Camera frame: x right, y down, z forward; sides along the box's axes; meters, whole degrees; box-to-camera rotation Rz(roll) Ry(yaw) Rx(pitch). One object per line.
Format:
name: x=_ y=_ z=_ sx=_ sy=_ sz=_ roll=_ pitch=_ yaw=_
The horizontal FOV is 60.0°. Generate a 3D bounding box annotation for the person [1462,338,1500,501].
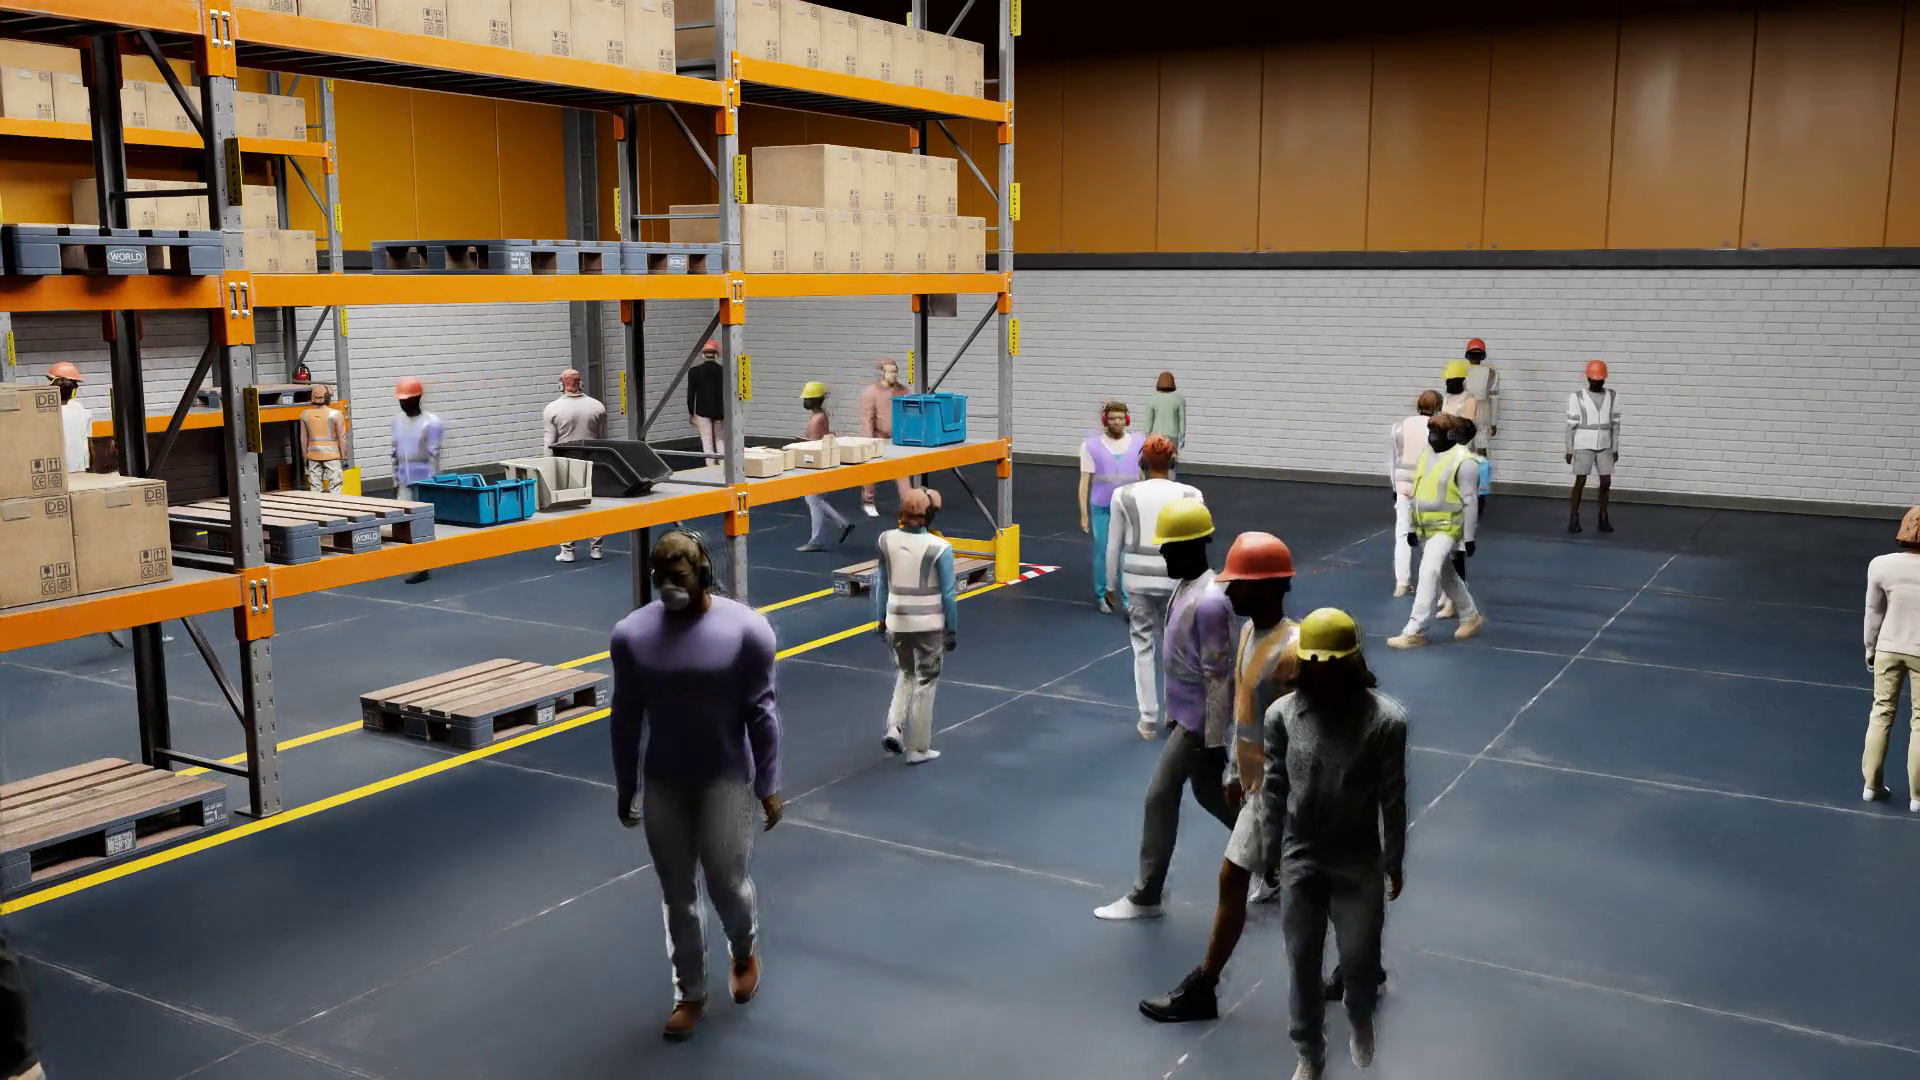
person: x=6.396 y=-1.498 z=20.762 sx=0.612 sy=2.041 sz=0.394 roll=1 pitch=9 yaw=5

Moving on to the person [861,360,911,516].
person: x=-0.826 y=-1.154 z=19.224 sx=0.670 sy=1.852 sz=1.017 roll=-5 pitch=11 yaw=-30

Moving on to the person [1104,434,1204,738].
person: x=1.184 y=0.277 z=10.217 sx=0.589 sy=1.868 sz=0.451 roll=0 pitch=9 yaw=-1

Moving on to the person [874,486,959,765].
person: x=-0.237 y=0.496 z=9.620 sx=0.533 sy=1.622 sz=0.378 roll=5 pitch=11 yaw=31

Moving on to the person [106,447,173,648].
person: x=-6.229 y=0.031 z=12.500 sx=0.527 sy=1.624 sz=0.531 roll=6 pitch=11 yaw=33

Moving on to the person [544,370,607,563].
person: x=-3.793 y=-0.725 z=16.390 sx=0.639 sy=1.902 sz=0.407 roll=-5 pitch=11 yaw=-31

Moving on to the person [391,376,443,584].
person: x=-4.976 y=-0.564 z=15.352 sx=0.546 sy=1.915 sz=0.587 roll=3 pitch=10 yaw=18

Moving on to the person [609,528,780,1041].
person: x=-0.985 y=0.898 z=6.179 sx=0.649 sy=1.921 sz=0.478 roll=1 pitch=9 yaw=8

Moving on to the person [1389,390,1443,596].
person: x=4.147 y=-0.426 z=14.817 sx=0.649 sy=1.808 sz=0.859 roll=6 pitch=11 yaw=34

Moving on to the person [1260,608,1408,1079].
person: x=1.268 y=1.071 z=5.691 sx=0.502 sy=1.727 sz=0.411 roll=4 pitch=10 yaw=25

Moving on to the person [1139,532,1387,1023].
person: x=1.224 y=0.897 z=6.352 sx=1.018 sy=1.885 sz=0.552 roll=-1 pitch=9 yaw=-7

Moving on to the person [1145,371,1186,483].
person: x=2.550 y=-1.276 z=20.658 sx=0.502 sy=1.635 sz=0.297 roll=1 pitch=9 yaw=7

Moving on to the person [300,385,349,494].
person: x=-6.907 y=-0.868 z=18.091 sx=0.514 sy=1.639 sz=0.314 roll=1 pitch=9 yaw=7

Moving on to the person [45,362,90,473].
person: x=-8.629 y=-0.720 z=16.082 sx=0.612 sy=1.986 sz=0.401 roll=4 pitch=10 yaw=23

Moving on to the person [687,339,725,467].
person: x=-3.338 y=-1.695 z=22.229 sx=0.611 sy=1.970 sz=0.480 roll=-4 pitch=10 yaw=-24

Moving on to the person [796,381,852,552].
person: x=-1.409 y=-0.739 z=16.903 sx=0.482 sy=1.750 sz=0.542 roll=0 pitch=9 yaw=0

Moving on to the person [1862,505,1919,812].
person: x=5.052 y=0.622 z=8.832 sx=0.277 sy=1.629 sz=0.496 roll=-7 pitch=12 yaw=-38

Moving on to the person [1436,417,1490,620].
person: x=4.073 y=-0.182 z=13.665 sx=0.377 sy=1.679 sz=0.552 roll=-8 pitch=12 yaw=-42

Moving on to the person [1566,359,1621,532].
person: x=6.951 y=-1.025 z=18.243 sx=0.571 sy=1.908 sz=0.415 roll=0 pitch=9 yaw=2

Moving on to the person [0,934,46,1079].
person: x=-3.395 y=1.106 z=5.315 sx=0.516 sy=1.785 sz=0.993 roll=2 pitch=9 yaw=13

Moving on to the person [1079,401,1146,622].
person: x=1.266 y=-0.230 z=13.595 sx=0.588 sy=1.795 sz=0.936 roll=-1 pitch=9 yaw=-6

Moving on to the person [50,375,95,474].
person: x=-8.533 y=-0.635 z=15.917 sx=0.331 sy=1.872 sz=0.513 roll=7 pitch=11 yaw=36

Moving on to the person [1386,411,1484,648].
person: x=3.702 y=-0.093 z=12.739 sx=0.948 sy=1.803 sz=0.632 roll=-4 pitch=10 yaw=-21

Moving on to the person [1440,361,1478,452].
person: x=5.259 y=-0.973 z=17.927 sx=0.822 sy=1.893 sz=0.624 roll=-3 pitch=9 yaw=-16

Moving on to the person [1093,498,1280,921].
person: x=1.094 y=0.740 z=7.322 sx=0.945 sy=1.882 sz=0.591 roll=0 pitch=9 yaw=-1
